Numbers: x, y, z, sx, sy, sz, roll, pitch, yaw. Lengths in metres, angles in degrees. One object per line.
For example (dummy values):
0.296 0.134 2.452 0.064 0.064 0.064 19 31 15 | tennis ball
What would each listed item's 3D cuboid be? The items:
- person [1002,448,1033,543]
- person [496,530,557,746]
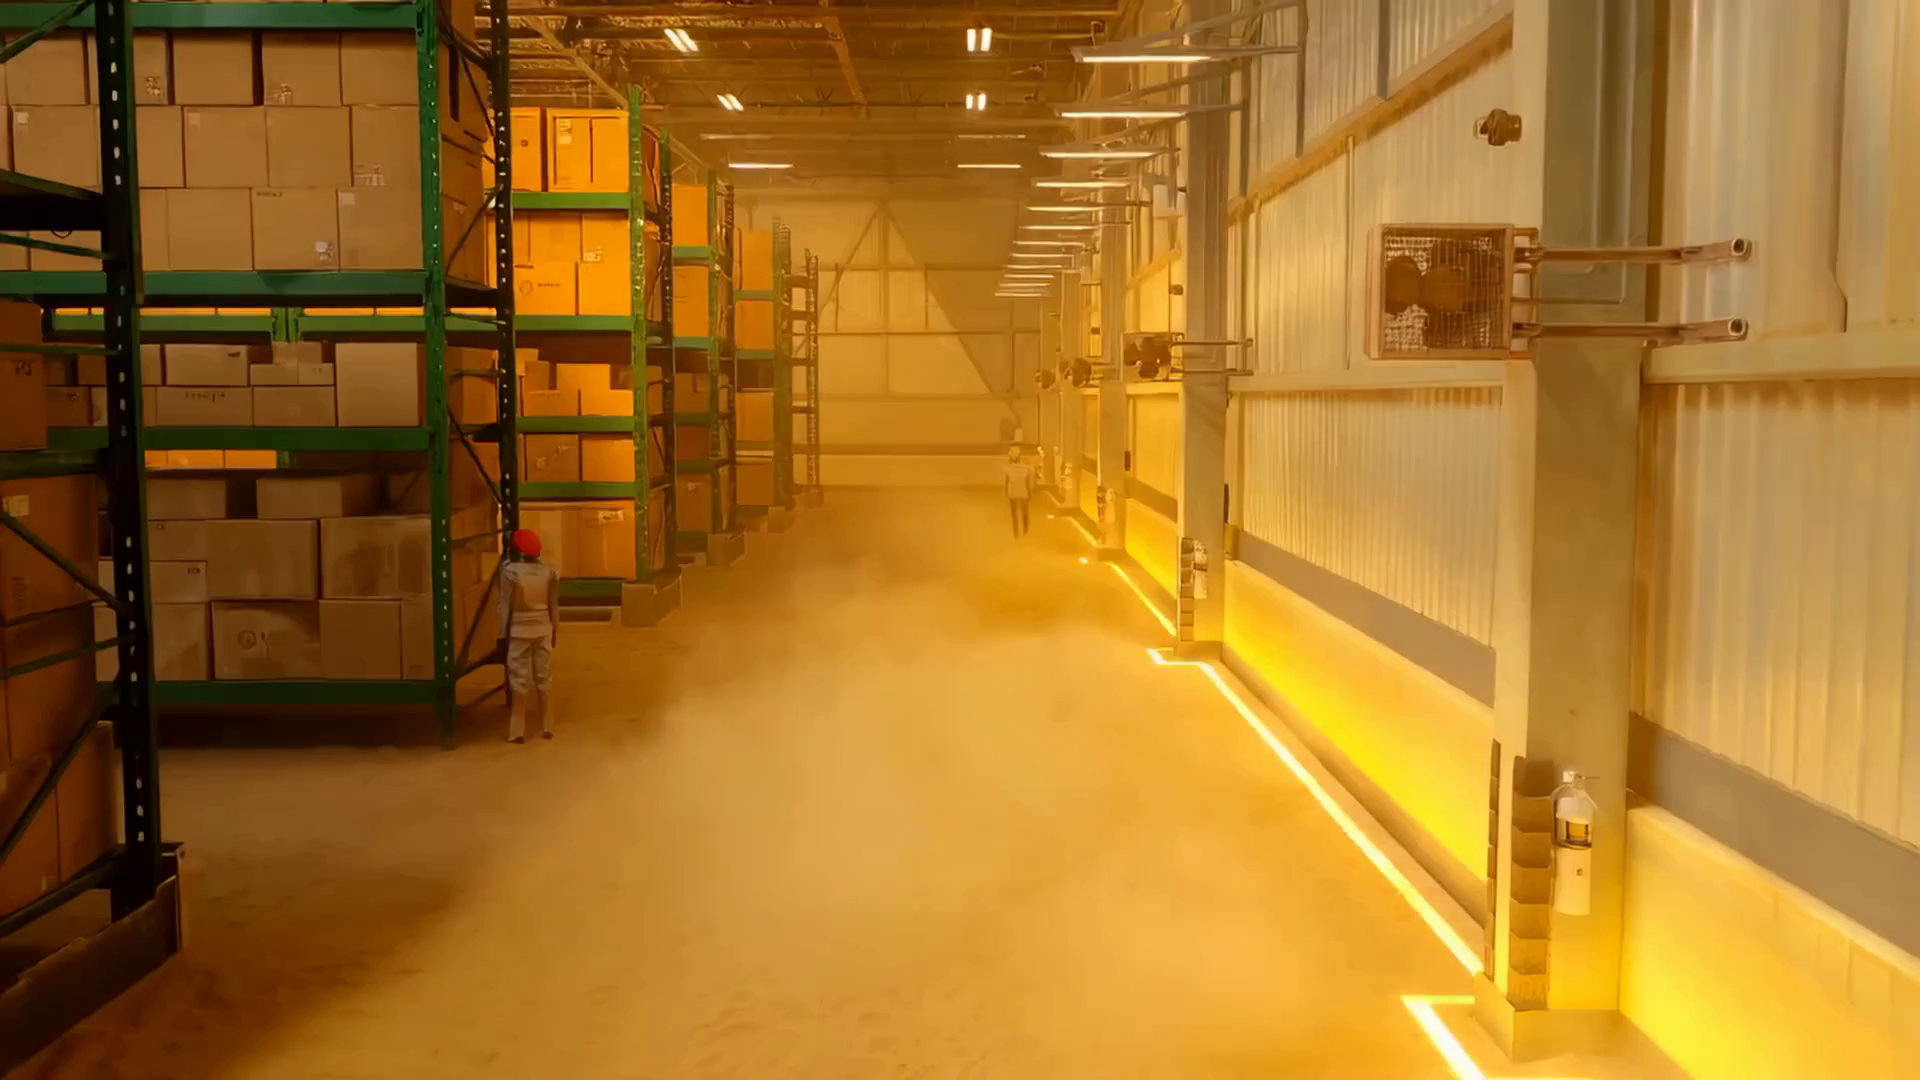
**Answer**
1.027 -0.796 29.896 0.581 1.709 0.558 1 5 10 | person
-3.256 0.734 12.554 0.321 1.630 0.520 4 6 40 | person
